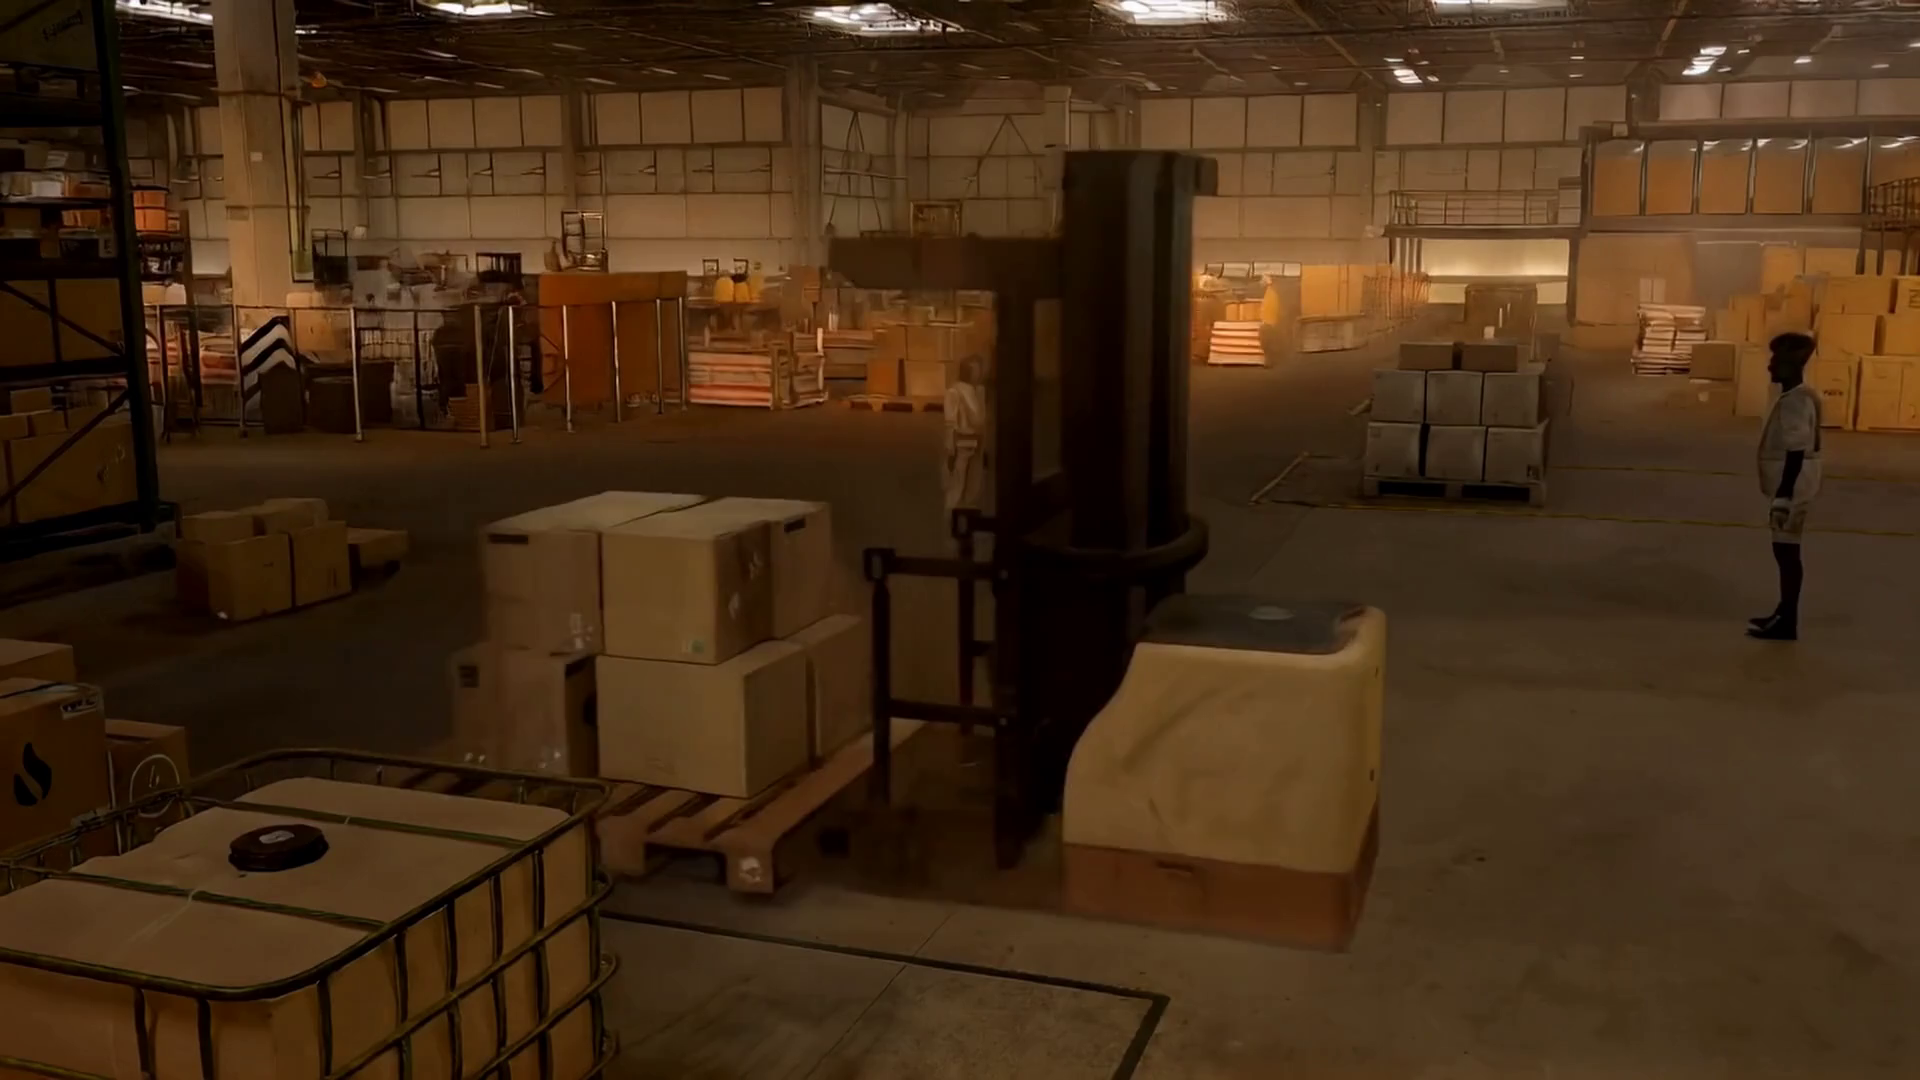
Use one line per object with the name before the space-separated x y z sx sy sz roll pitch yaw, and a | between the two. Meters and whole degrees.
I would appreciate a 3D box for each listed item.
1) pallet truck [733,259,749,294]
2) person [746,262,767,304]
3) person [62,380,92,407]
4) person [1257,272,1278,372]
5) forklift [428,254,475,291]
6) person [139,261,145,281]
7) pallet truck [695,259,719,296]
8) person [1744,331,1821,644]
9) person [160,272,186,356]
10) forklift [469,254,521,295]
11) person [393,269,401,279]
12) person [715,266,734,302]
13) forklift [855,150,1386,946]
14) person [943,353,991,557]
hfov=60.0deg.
pallet truck | -7.986 -9.493 62.019 0.823 1.965 1.885 3 11 17
person | -5.797 -7.004 47.952 0.630 2.011 0.839 4 11 22
person | -11.340 -2.137 21.247 0.330 1.767 0.528 -1 10 -4
person | 6.067 -4.304 32.899 0.435 1.957 0.609 1 10 4
forklift | -20.133 -10.254 65.465 1.157 1.987 2.680 3 11 19
person | -28.900 -8.821 58.406 0.948 1.939 0.634 -7 12 -33
pallet truck | -9.165 -9.627 62.776 0.823 1.965 1.885 4 11 23
person | 5.206 -0.326 10.483 0.367 1.964 0.609 6 12 31
person | -17.702 -5.034 37.195 0.678 1.892 0.432 -2 10 -11
forklift | -17.990 -10.121 64.684 1.157 1.987 2.680 3 11 17
person | -19.642 -8.636 57.880 0.486 1.741 0.557 -1 10 -6
person | -6.531 -6.644 46.184 0.552 1.922 0.451 5 11 26
forklift | 0.662 -0.053 6.373 1.873 2.768 1.129 3 11 19
person | 0.059 -0.690 13.462 0.315 1.636 0.515 9 13 41
